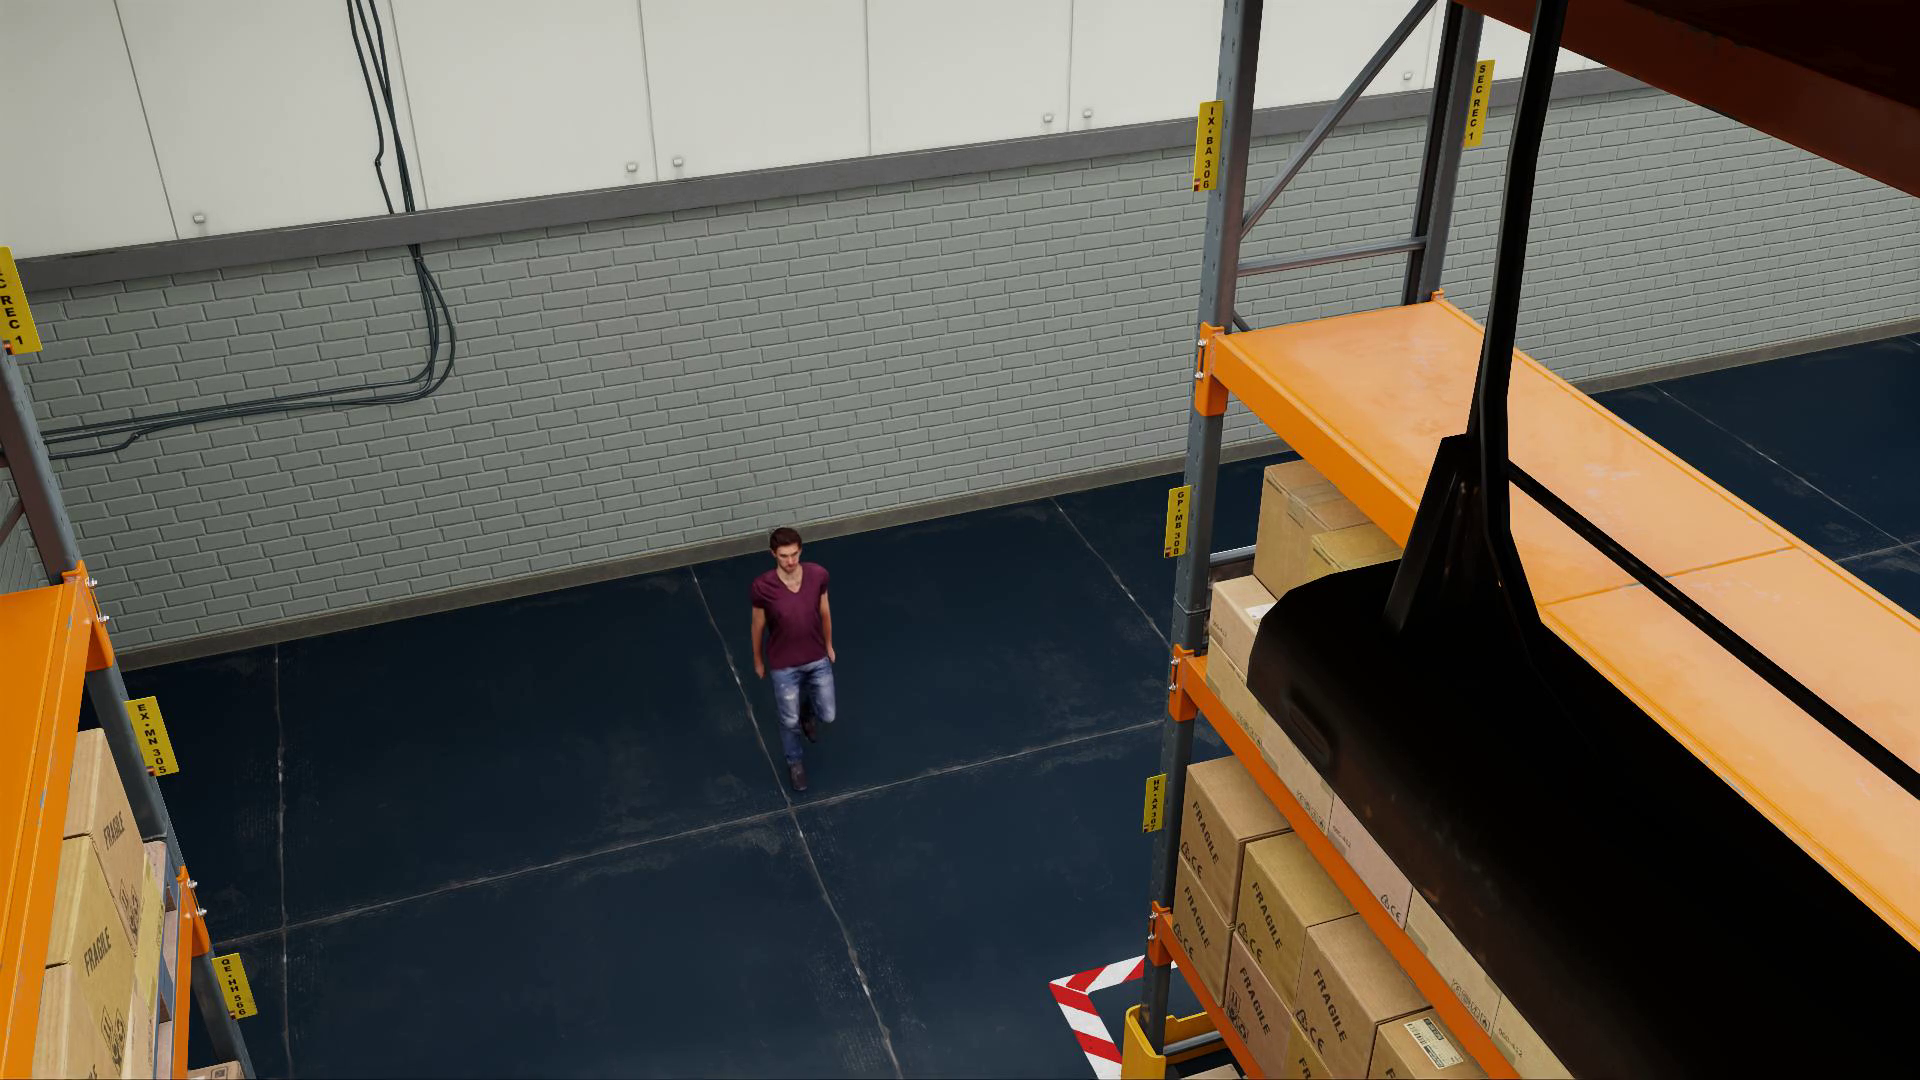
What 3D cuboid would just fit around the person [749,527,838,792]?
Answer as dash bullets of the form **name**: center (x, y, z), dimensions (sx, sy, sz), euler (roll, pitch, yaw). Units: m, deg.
- **person**: center (-1.029, 0.670, 10.280), dimensions (0.656, 1.842, 0.774), euler (-11, 34, -17)
